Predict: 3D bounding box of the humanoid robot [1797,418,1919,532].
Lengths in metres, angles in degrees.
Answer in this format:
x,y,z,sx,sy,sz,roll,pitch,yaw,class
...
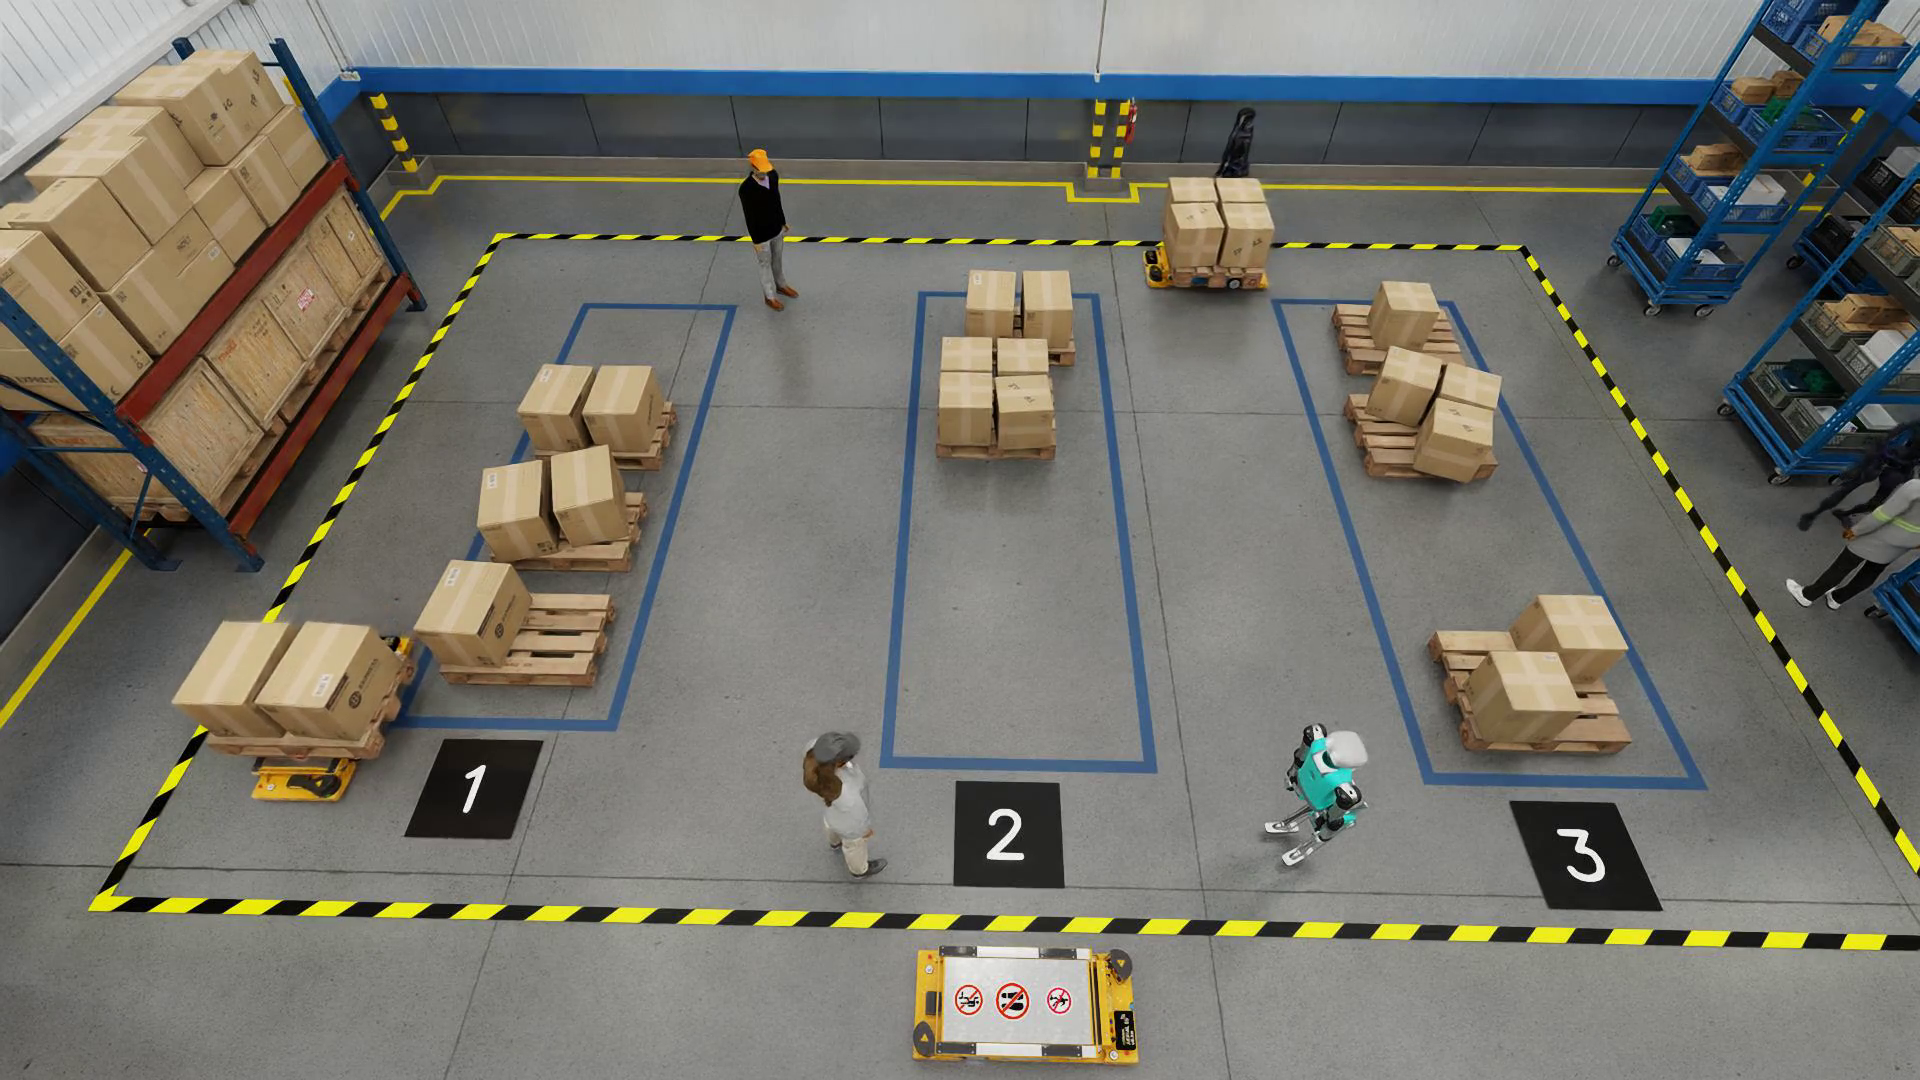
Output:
x,y,z,sx,sy,sz,roll,pitch,yaw,class
8.243,-0.661,8.111,0.601,1.641,0.378,11,52,9,humanoid robot

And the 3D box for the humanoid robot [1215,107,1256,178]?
x,y,z,sx,sy,sz,roll,pitch,yaw,class
3.330,-4.491,11.236,0.335,1.644,0.599,-6,51,-5,humanoid robot

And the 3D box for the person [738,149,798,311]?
x,y,z,sx,sy,sz,roll,pitch,yaw,class
-2.143,-3.480,10.284,0.383,1.879,0.585,25,55,19,person

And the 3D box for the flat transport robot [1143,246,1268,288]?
x,y,z,sx,sy,sz,roll,pitch,yaw,class
2.996,-3.361,11.208,1.431,0.197,0.652,1,51,1,flat transport robot

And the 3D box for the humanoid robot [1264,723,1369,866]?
x,y,z,sx,sy,sz,roll,pitch,yaw,class
2.500,1.686,6.077,0.735,1.677,0.533,-11,52,-9,humanoid robot

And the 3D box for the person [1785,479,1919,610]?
x,y,z,sx,sy,sz,roll,pitch,yaw,class
7.647,-0.067,7.518,0.591,1.852,0.369,8,51,7,person

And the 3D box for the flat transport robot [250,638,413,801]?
x,y,z,sx,sy,sz,roll,pitch,yaw,class
-5.028,1.375,7.347,0.652,0.197,1.431,1,51,1,flat transport robot

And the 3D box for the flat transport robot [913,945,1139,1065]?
x,y,z,sx,sy,sz,roll,pitch,yaw,class
0.422,3.041,6.007,1.431,0.231,0.659,1,51,1,flat transport robot

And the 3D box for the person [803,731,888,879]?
x,y,z,sx,sy,sz,roll,pitch,yaw,class
-0.782,1.759,6.083,0.398,1.767,0.574,-30,57,-22,person
